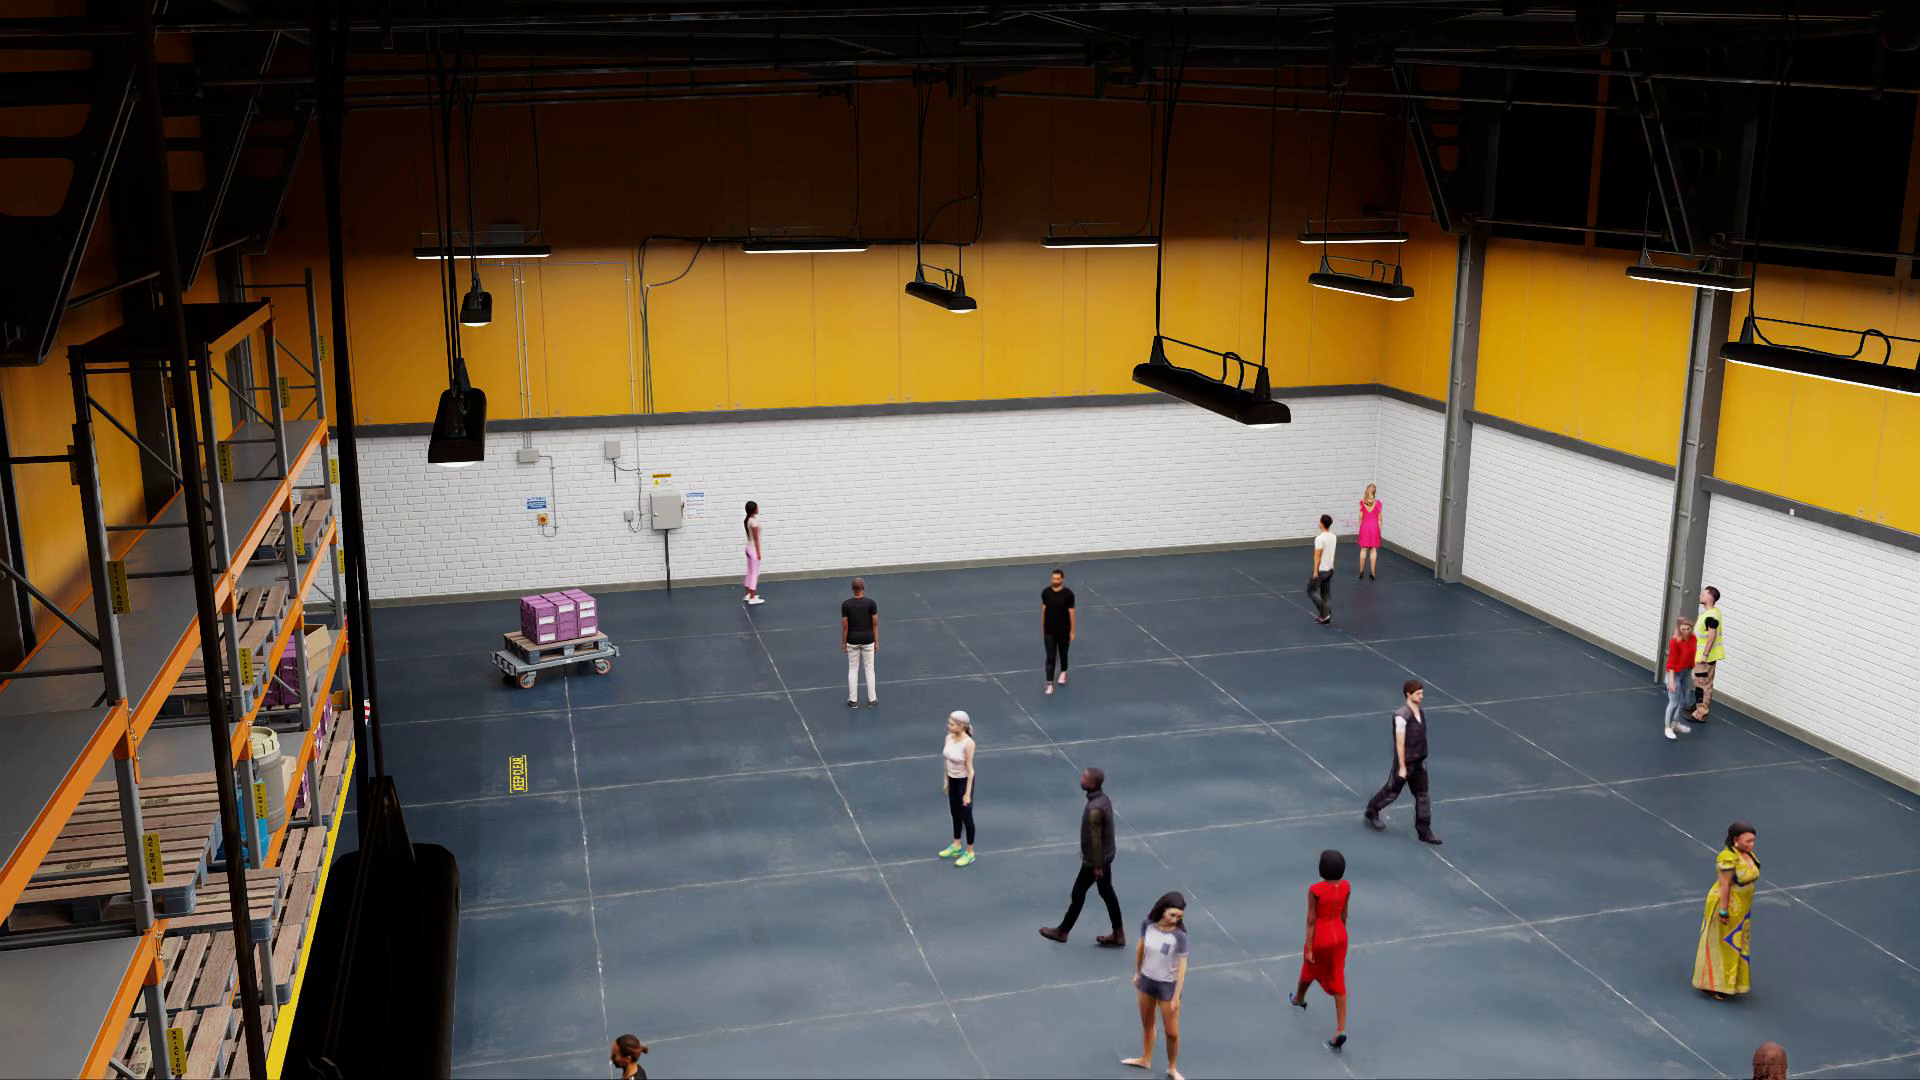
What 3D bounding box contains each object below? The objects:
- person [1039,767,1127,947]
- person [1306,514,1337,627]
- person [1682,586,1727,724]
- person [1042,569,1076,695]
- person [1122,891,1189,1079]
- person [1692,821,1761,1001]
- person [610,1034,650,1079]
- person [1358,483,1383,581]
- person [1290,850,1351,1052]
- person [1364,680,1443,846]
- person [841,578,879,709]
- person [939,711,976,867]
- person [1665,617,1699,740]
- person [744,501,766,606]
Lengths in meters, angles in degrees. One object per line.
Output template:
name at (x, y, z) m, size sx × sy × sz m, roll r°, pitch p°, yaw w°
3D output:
person at (1.390, 3.053, 15.847) m, size 1.089 × 1.800 × 1.136 m, roll 3°, pitch 14°, yaw 13°
person at (5.835, 0.503, 26.402) m, size 0.783 × 1.790 × 0.810 m, roll -12°, pitch 18°, yaw -41°
person at (9.924, 1.502, 22.155) m, size 0.917 × 1.847 × 0.852 m, roll 6°, pitch 15°, yaw 25°
person at (1.398, 1.260, 23.431) m, size 0.993 × 1.717 × 1.224 m, roll 3°, pitch 14°, yaw 14°
person at (1.603, 3.625, 13.681) m, size 0.829 × 1.708 × 0.715 m, roll -11°, pitch 18°, yaw -39°
person at (6.977, 3.317, 15.060) m, size 0.990 × 1.658 × 0.990 m, roll -13°, pitch 19°, yaw -43°
person at (-2.228, 4.174, 11.497) m, size 0.649 × 1.668 × 0.472 m, roll -3°, pitch 14°, yaw -11°
person at (7.207, -0.158, 29.262) m, size 0.663 × 1.729 × 0.713 m, roll 6°, pitch 15°, yaw 25°
person at (3.172, 3.513, 14.173) m, size 0.621 × 1.695 × 1.107 m, roll -4°, pitch 14°, yaw -17°
person at (4.865, 2.429, 18.403) m, size 1.024 × 1.810 × 1.290 m, roll -12°, pitch 18°, yaw -40°
person at (-1.362, 1.401, 22.665) m, size 0.692 × 1.802 × 0.646 m, roll -1°, pitch 14°, yaw -6°
person at (0.014, 2.624, 17.820) m, size 0.730 × 1.706 × 0.595 m, roll -10°, pitch 17°, yaw -35°
person at (9.269, 1.767, 21.453) m, size 0.774 × 1.662 × 0.676 m, roll -10°, pitch 17°, yaw -37°
person at (-3.457, 0.195, 27.784) m, size 0.657 × 1.738 × 0.509 m, roll -6°, pitch 15°, yaw -24°
